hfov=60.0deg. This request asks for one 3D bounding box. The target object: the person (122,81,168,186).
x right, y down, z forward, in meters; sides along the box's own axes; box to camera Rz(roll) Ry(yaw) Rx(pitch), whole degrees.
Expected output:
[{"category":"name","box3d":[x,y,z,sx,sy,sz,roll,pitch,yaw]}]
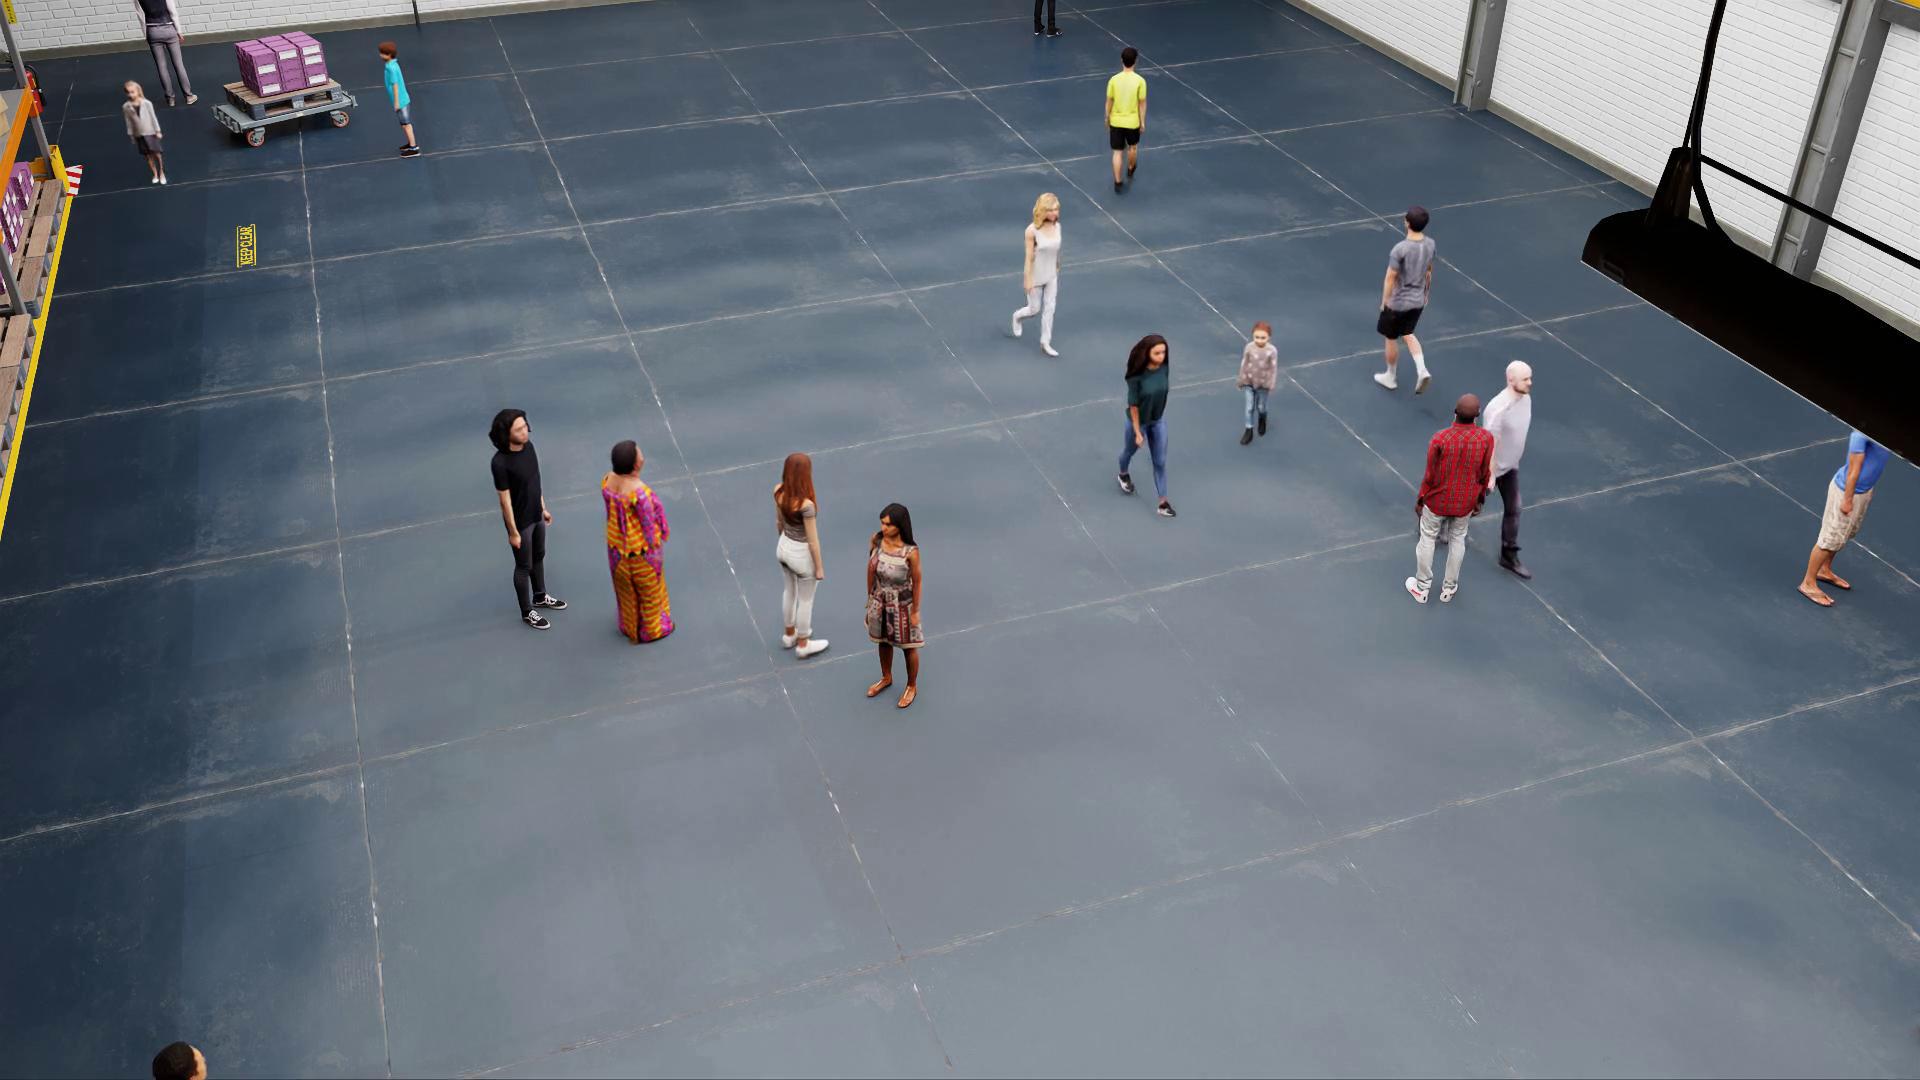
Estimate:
[{"category":"person","box3d":[-9.953,-4.997,20.341,0.556,1.265,0.592,-6,34,-10]}]

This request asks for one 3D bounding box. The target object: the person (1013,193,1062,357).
[{"category":"person","box3d":[0.762,-2.653,16.460,0.714,1.657,0.921,-20,38,-27]}]

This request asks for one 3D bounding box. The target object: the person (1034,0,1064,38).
[{"category":"person","box3d":[1.312,-8.581,25.256,0.660,1.793,0.756,22,39,29]}]

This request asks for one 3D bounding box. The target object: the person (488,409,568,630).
[{"category":"person","box3d":[-3.306,-0.197,12.603,0.767,1.836,0.680,11,35,16]}]

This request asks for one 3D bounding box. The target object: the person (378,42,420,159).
[{"category":"person","box3d":[-7.104,-5.604,21.090,0.572,1.447,0.411,-11,35,-15]}]

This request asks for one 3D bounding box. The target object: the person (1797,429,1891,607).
[{"category":"person","box3d":[6.919,-0.402,12.887,0.725,1.864,0.705,-27,42,-34]}]

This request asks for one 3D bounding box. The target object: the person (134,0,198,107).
[{"category":"person","box3d":[-10.841,-6.892,22.584,0.667,1.938,0.579,-9,35,-13]}]

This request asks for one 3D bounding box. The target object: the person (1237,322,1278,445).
[{"category":"person","box3d":[2.708,-1.453,15.078,0.651,1.188,0.711,14,36,20]}]

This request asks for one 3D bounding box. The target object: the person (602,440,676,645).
[{"category":"person","box3d":[-2.434,-0.018,12.479,0.736,1.675,0.822,27,42,35]}]

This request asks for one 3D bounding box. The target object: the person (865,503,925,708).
[{"category":"person","box3d":[-0.456,0.441,11.817,0.690,1.645,0.781,19,38,26]}]

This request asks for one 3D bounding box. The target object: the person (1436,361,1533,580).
[{"category":"person","box3d":[4.200,-0.623,13.279,0.930,1.798,1.308,-23,40,-31]}]

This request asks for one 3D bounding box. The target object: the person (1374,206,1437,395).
[{"category":"person","box3d":[4.232,-2.196,15.595,0.691,1.854,0.911,-12,36,-18]}]

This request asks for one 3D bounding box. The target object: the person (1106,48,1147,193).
[{"category":"person","box3d":[1.982,-5.016,19.992,0.942,1.683,1.094,6,34,8]}]

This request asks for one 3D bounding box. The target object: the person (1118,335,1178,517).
[{"category":"person","box3d":[1.515,-1.019,14.080,0.637,1.570,1.105,-14,36,-20]}]

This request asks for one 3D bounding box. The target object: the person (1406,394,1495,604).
[{"category":"person","box3d":[3.781,-0.325,12.811,0.747,1.820,0.717,2,34,2]}]

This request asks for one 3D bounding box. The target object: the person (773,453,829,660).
[{"category":"person","box3d":[-1.206,0.121,12.234,0.609,1.715,0.730,29,43,36]}]
